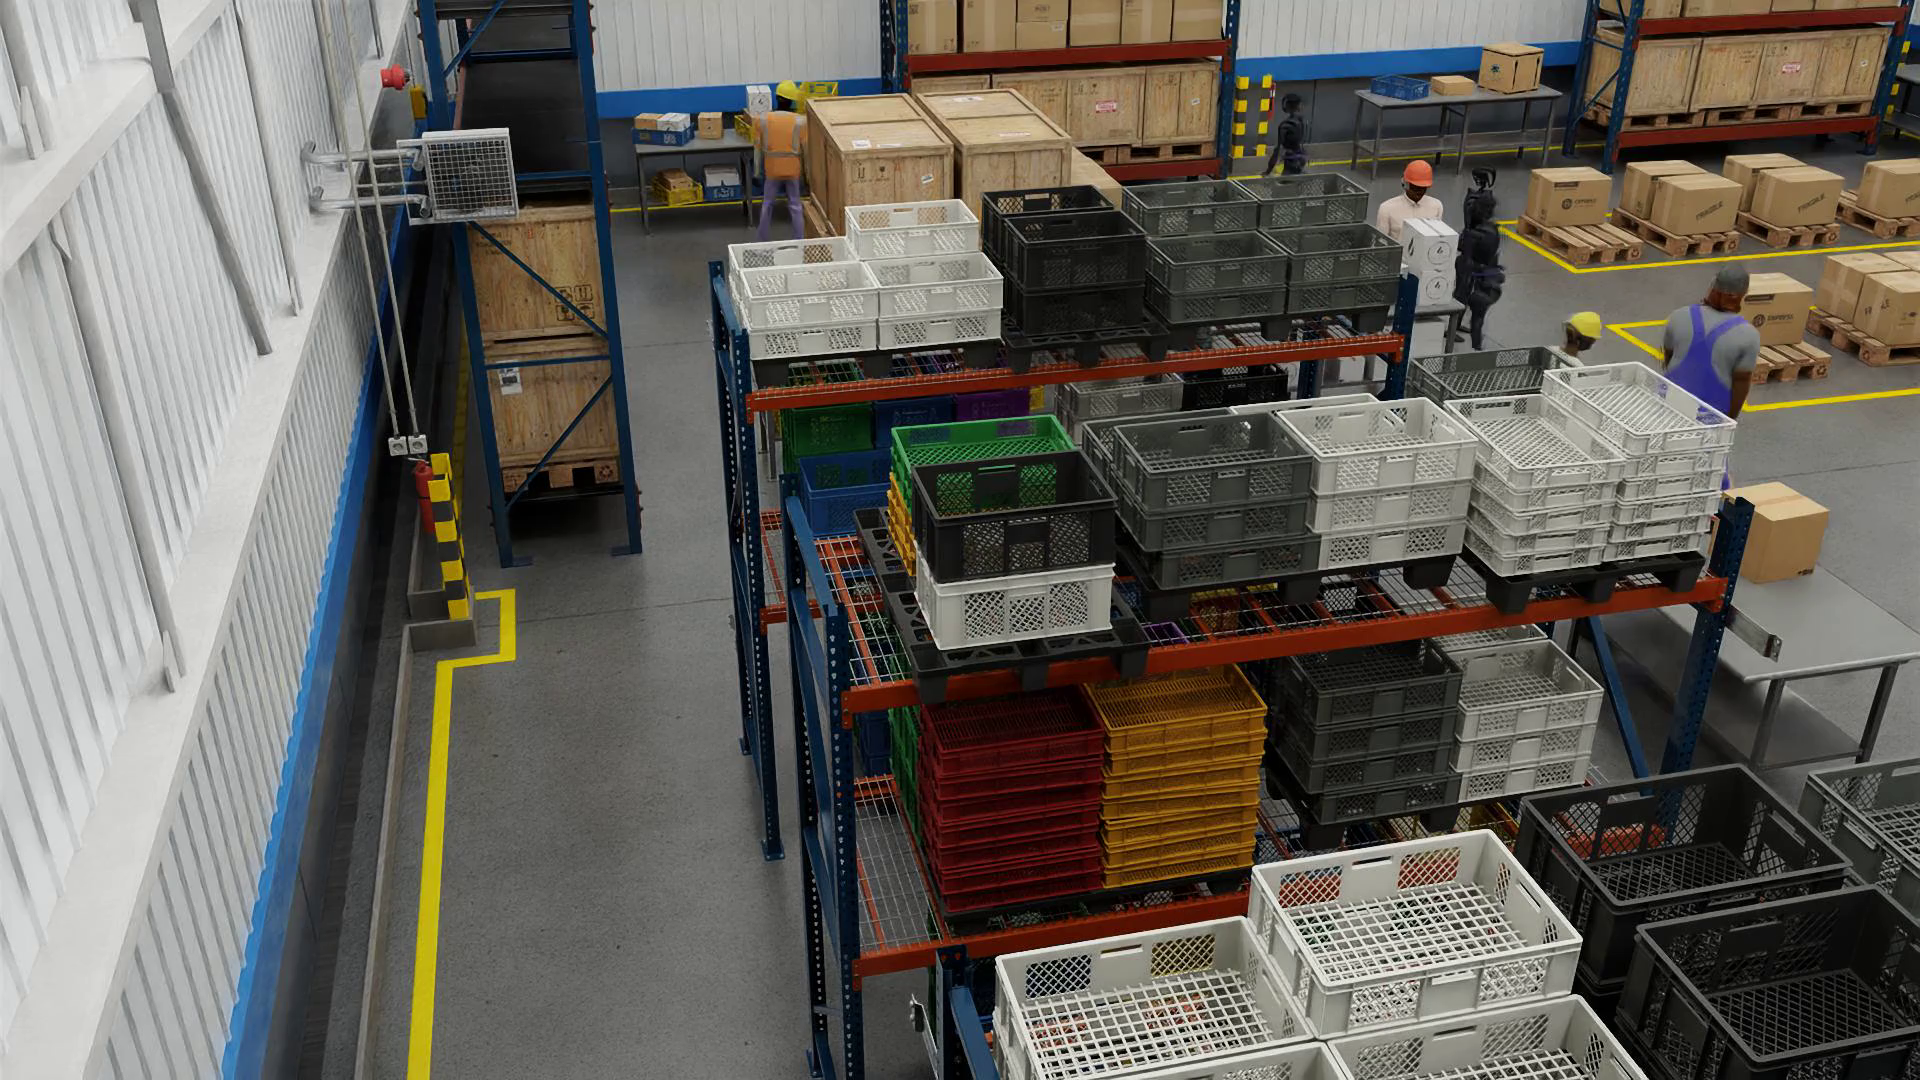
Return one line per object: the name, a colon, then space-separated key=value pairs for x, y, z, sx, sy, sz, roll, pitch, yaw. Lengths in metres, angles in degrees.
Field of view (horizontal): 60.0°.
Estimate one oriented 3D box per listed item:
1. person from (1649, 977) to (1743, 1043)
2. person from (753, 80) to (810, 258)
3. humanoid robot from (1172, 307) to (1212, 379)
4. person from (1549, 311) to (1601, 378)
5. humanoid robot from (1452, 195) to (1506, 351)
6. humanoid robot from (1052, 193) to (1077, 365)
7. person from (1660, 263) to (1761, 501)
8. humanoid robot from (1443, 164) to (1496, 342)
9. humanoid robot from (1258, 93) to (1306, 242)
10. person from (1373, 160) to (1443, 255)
person: x=2.642 y=2.234 z=6.076 sx=0.582 sy=1.882 sz=0.348 roll=17 pitch=32 yaw=29
person: x=-1.896 y=-3.955 z=17.801 sx=0.623 sy=1.907 sz=0.400 roll=-1 pitch=28 yaw=-2
humanoid robot: x=1.739 y=-1.035 z=12.505 sx=0.365 sy=1.649 sz=0.596 roll=-9 pitch=29 yaw=-16
person: x=4.312 y=-0.826 z=12.035 sx=0.568 sy=1.734 sz=0.579 roll=-9 pitch=29 yaw=-17
humanoid robot: x=4.653 y=-2.248 z=14.812 sx=0.529 sy=1.622 sz=0.620 roll=21 pitch=34 yaw=34
humanoid robot: x=0.981 y=-2.359 z=14.997 sx=0.328 sy=1.657 sz=0.583 roll=23 pitch=35 yaw=36
person: x=5.517 y=-1.112 z=12.258 sx=0.696 sy=2.000 sz=1.011 roll=23 pitch=36 yaw=37
humanoid robot: x=4.832 y=-2.716 z=15.669 sx=0.314 sy=1.661 sz=0.608 roll=19 pitch=33 yaw=32
humanoid robot: x=3.553 y=-4.078 z=18.291 sx=0.692 sy=1.638 sz=0.593 roll=13 pitch=31 yaw=24
person: x=3.943 y=-2.391 z=14.747 sx=0.615 sy=1.986 sz=0.405 roll=-5 pitch=28 yaw=-9
